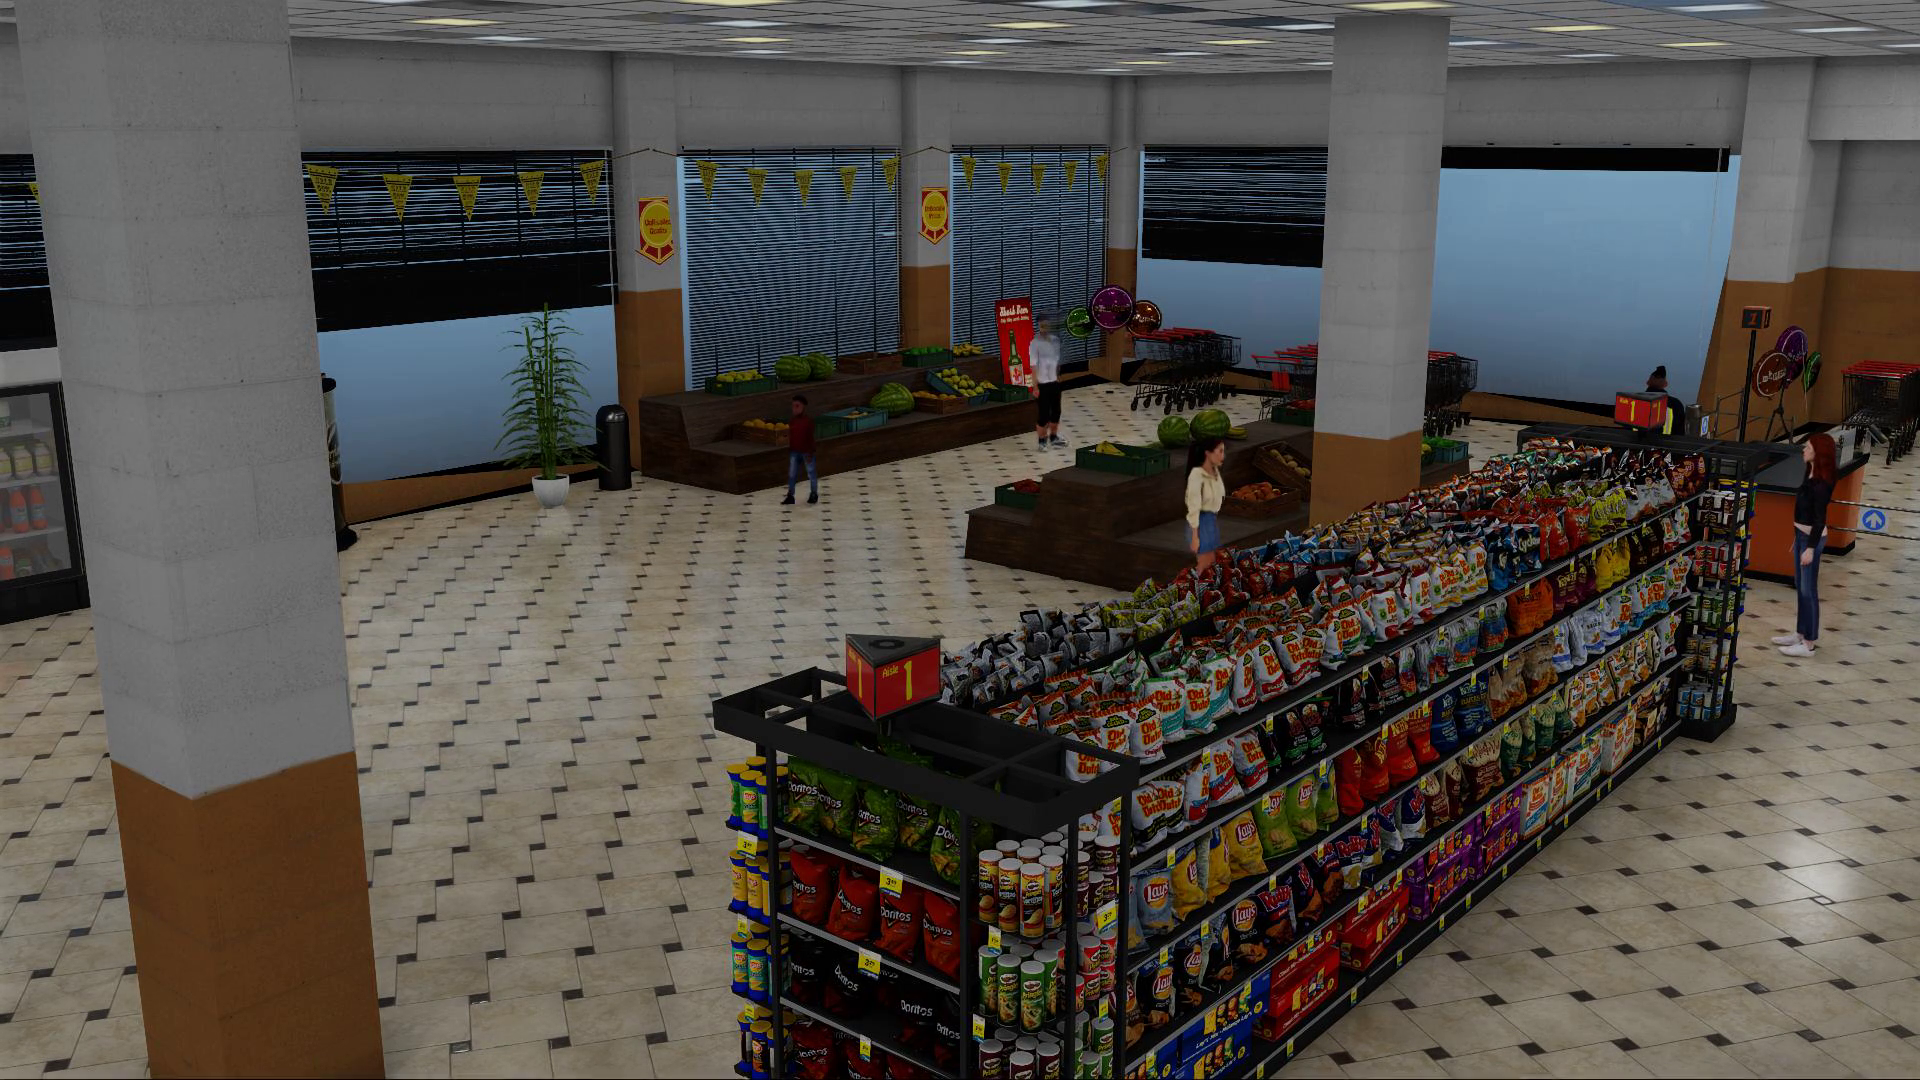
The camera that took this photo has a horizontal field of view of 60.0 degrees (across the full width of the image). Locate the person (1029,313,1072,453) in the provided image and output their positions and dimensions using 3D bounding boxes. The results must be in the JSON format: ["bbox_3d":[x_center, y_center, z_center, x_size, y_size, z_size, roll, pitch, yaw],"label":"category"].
[{"bbox_3d":[1.126,-2.048,21.718,0.948,1.815,0.649,11,17,38],"label":"person"}]

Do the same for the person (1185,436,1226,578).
[{"bbox_3d":[1.990,-0.089,14.049,0.763,1.622,0.779,9,16,31],"label":"person"}]

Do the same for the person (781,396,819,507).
[{"bbox_3d":[-1.718,-0.996,18.615,0.634,1.232,0.792,5,15,22],"label":"person"}]

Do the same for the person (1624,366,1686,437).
[{"bbox_3d":[6.899,-0.832,16.604,0.844,1.860,0.827,5,14,19],"label":"person"}]

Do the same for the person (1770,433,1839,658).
[{"bbox_3d":[6.730,0.034,13.191,0.713,1.787,0.588,4,14,15],"label":"person"}]
